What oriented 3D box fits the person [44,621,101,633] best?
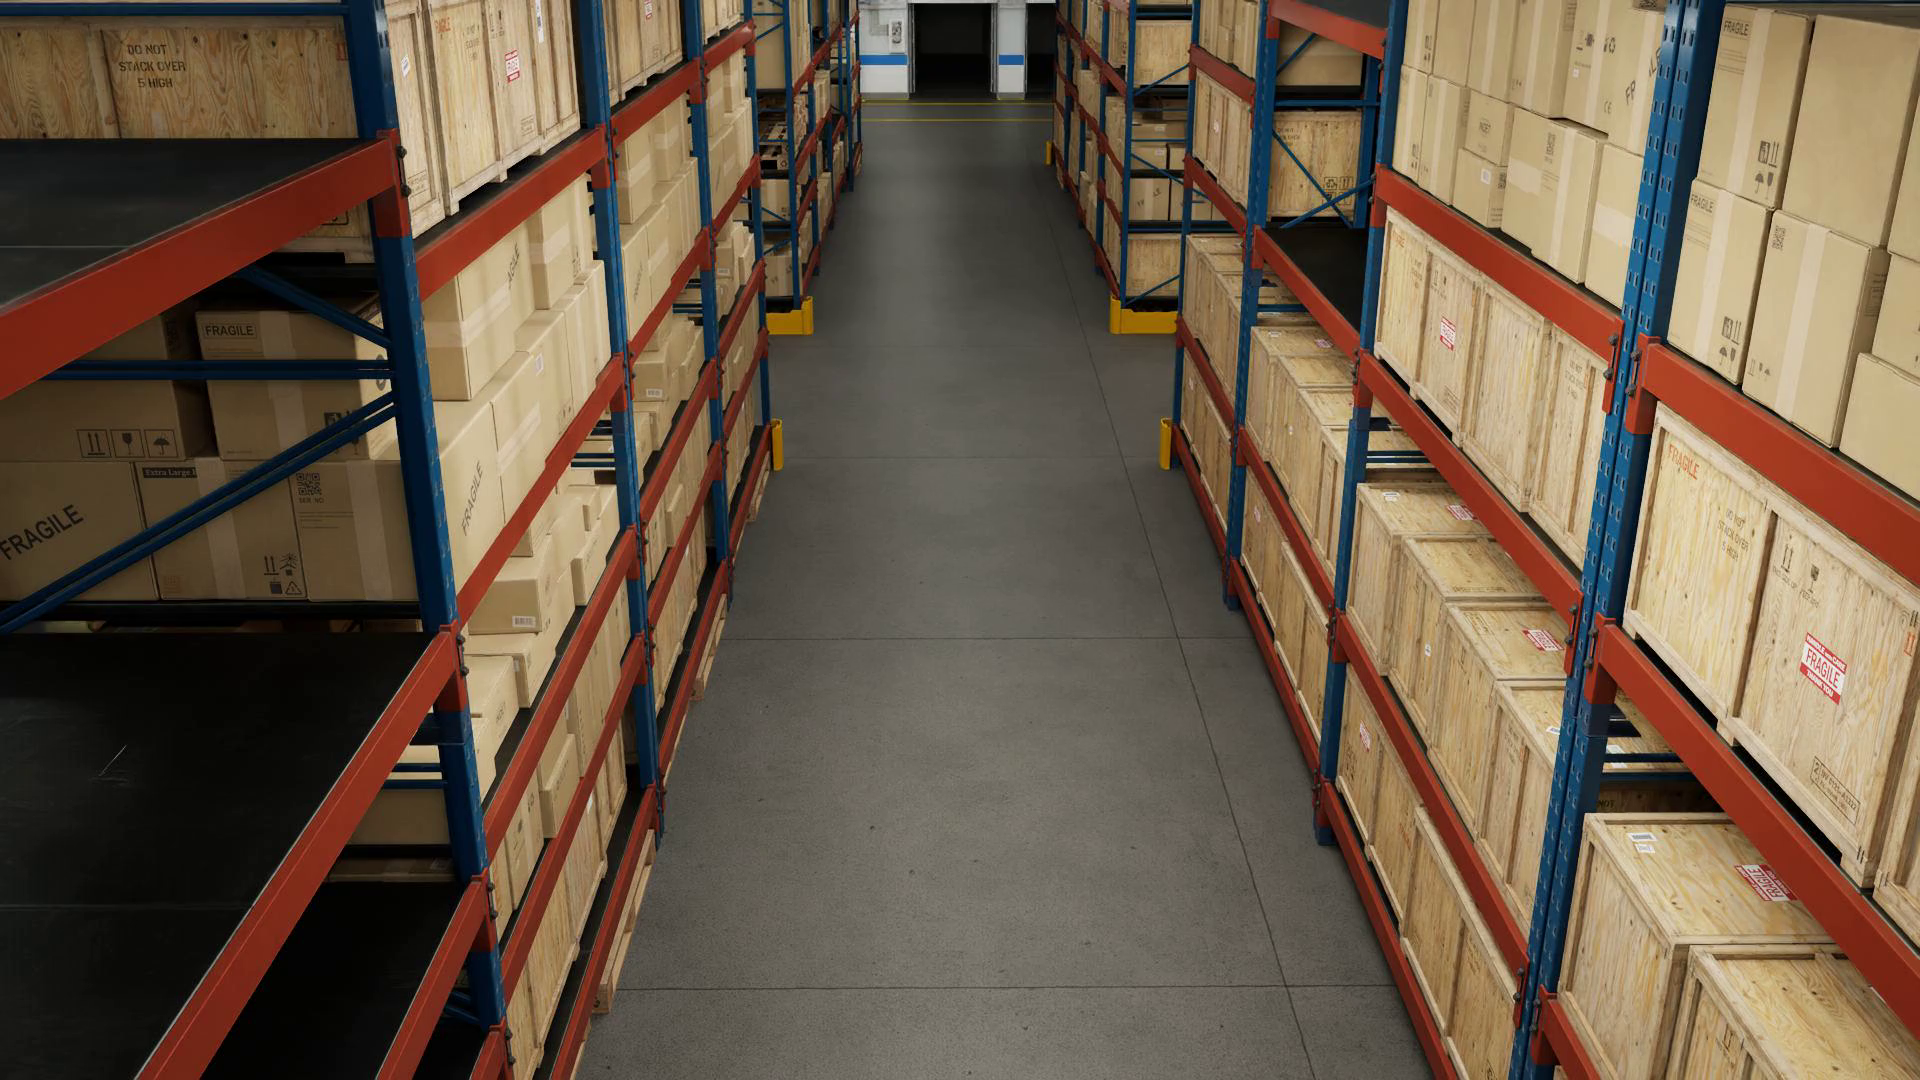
[{"bbox_3d":[-6.662,0.834,12.488,0.447,1.675,0.450,2,22,5],"label":"person"}]
